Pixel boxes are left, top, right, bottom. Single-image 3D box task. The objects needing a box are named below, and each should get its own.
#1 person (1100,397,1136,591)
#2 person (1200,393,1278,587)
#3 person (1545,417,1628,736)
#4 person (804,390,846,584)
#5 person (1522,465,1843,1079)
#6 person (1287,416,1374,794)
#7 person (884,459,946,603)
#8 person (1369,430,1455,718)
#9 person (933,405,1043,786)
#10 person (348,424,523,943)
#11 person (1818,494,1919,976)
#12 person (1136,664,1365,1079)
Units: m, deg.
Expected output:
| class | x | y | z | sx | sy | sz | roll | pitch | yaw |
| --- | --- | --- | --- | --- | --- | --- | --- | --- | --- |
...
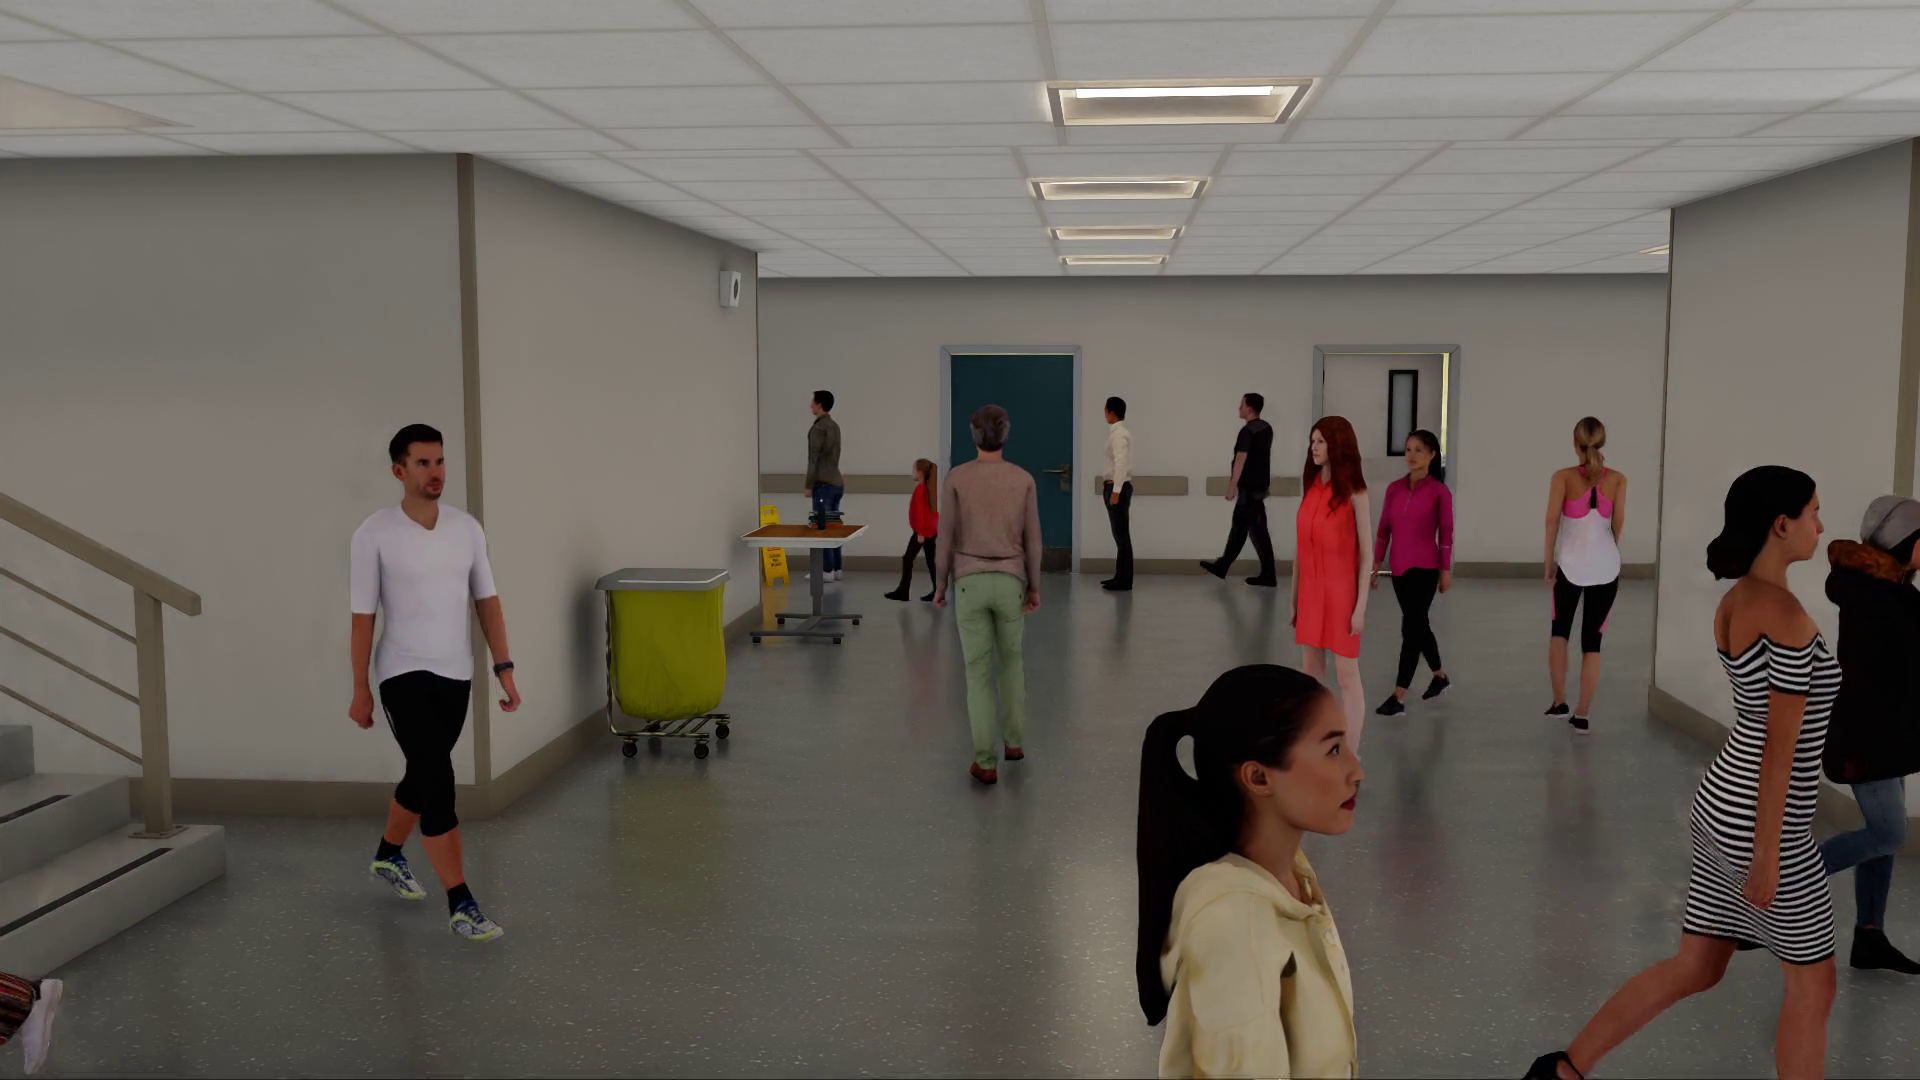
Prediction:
| class | x | y | z | sx | sy | sz | roll | pitch | yaw |
| --- | --- | --- | --- | --- | --- | --- | --- | --- | --- |
| person | 1.497 | -0.442 | 15.619 | 0.544 | 1.808 | 0.657 | 1 | 6 | 8 |
| person | 2.835 | -0.456 | 15.735 | 1.200 | 1.812 | 1.011 | 3 | 7 | 28 |
| person | 3.521 | 0.213 | 9.289 | 0.615 | 1.772 | 0.681 | 1 | 6 | 10 |
| person | -1.289 | -0.524 | 16.168 | 0.686 | 1.862 | 0.751 | 2 | 6 | 20 |
| person | 1.783 | 0.740 | 3.966 | 1.042 | 1.789 | 0.597 | 1 | 6 | 5 |
| person | 1.790 | 0.314 | 8.009 | 0.705 | 1.827 | 0.678 | -4 | 7 | -32 |
| person | -0.260 | -0.065 | 14.582 | 0.791 | 1.265 | 0.602 | 2 | 6 | 20 |
| person | 2.750 | 0.211 | 9.895 | 1.135 | 1.655 | 1.113 | -5 | 8 | -43 |
| person | 0.156 | 0.283 | 8.182 | 0.798 | 1.854 | 0.847 | -1 | 6 | -12 |
| person | -2.009 | 0.513 | 6.125 | 1.313 | 1.808 | 1.175 | 5 | 8 | 43 |
| person | 3.007 | 0.656 | 5.624 | 0.911 | 1.623 | 0.817 | 4 | 7 | 34 |
| person | 0.402 | 0.980 | 2.368 | 0.572 | 1.631 | 0.653 | 1 | 6 | 11 |
